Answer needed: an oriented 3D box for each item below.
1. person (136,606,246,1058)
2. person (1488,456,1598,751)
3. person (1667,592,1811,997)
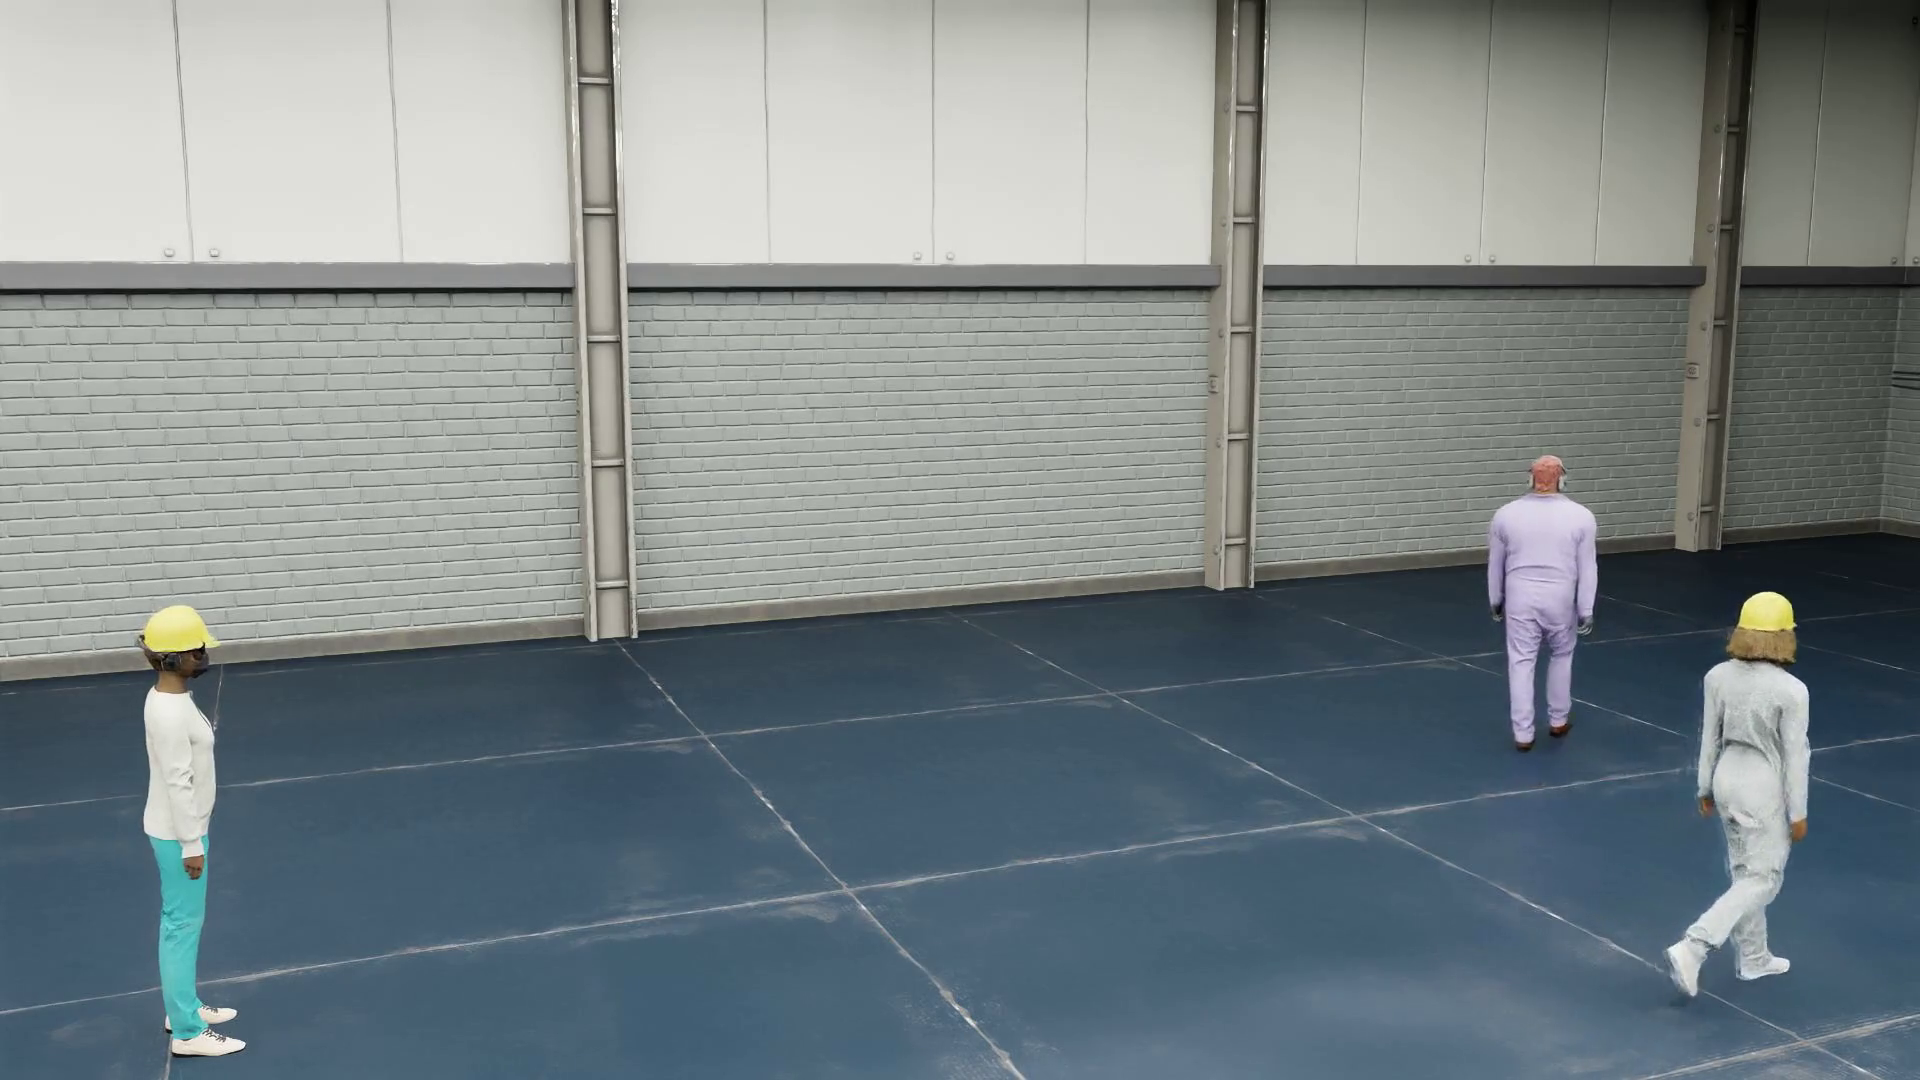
[{"bbox_3d":[-3.015,1.127,6.501,0.312,1.768,0.529,-5,10,-27],"label":"person"},{"bbox_3d":[3.783,0.386,10.789,0.680,1.873,0.860,4,10,26],"label":"person"},{"bbox_3d":[3.286,1.067,6.986,0.724,1.719,0.490,-4,10,-22],"label":"person"}]
